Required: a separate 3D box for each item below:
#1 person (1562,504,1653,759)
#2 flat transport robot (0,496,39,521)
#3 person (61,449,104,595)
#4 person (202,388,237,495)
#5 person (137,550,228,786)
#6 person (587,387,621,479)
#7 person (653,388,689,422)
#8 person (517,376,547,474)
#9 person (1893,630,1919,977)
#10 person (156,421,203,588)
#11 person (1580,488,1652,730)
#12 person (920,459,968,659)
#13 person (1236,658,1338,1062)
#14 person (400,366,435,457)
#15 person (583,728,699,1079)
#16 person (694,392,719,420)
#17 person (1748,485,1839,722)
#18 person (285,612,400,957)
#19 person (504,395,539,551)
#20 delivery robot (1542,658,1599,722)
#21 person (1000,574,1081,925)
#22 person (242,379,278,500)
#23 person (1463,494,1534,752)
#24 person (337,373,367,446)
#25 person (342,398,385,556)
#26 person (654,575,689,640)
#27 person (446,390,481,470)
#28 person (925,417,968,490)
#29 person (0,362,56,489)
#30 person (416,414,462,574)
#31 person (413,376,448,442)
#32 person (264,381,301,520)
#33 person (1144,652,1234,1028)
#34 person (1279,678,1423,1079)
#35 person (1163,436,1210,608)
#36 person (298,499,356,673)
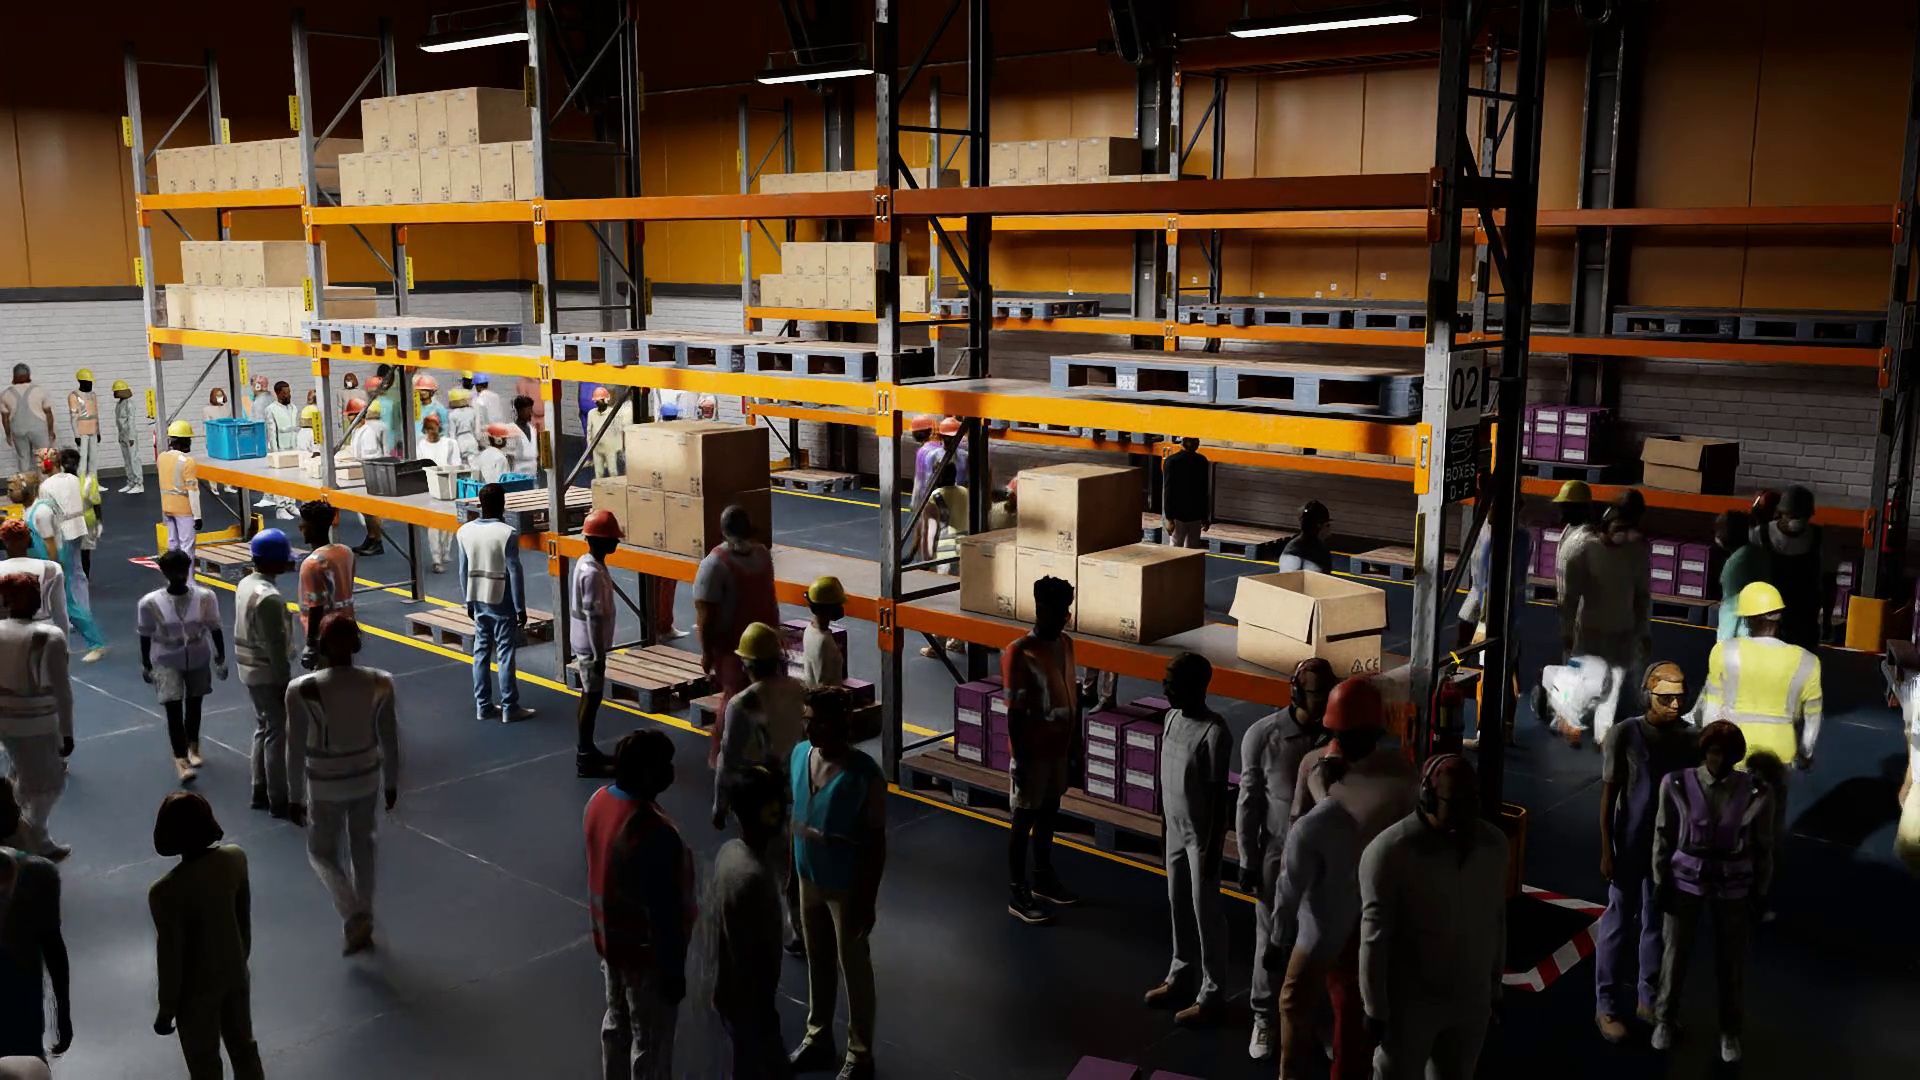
[{"bbox_3d":[4.764,0.674,12.250,0.630,1.918,0.422,-1,10,-8],"label":"person"},{"bbox_3d":[-13.248,-0.473,23.368,0.652,0.197,1.431,-9,14,-42],"label":"flat transport robot"},{"bbox_3d":[-9.398,-0.152,17.676,0.537,1.649,0.889,-7,12,-33],"label":"person"},{"bbox_3d":[-11.296,-1.512,25.388,0.279,1.634,0.497,8,13,37],"label":"person"},{"bbox_3d":[-5.486,0.884,11.791,0.542,1.640,0.884,-8,13,-38],"label":"person"},{"bbox_3d":[-5.162,-1.344,24.100,0.573,1.748,0.342,3,11,19],"label":"person"},{"bbox_3d":[-4.588,-1.819,26.458,0.573,1.877,0.353,1,10,6],"label":"person"},{"bbox_3d":[-6.968,-1.995,27.450,0.675,1.867,0.831,-6,11,-29],"label":"person"},{"bbox_3d":[5.222,1.341,8.719,0.480,1.825,0.649,0,10,0],"label":"person"},{"bbox_3d":[-8.357,-0.325,17.893,0.584,1.918,0.409,6,11,29],"label":"person"},{"bbox_3d":[5.242,0.542,13.031,0.867,1.898,0.650,-3,10,-17],"label":"person"},{"bbox_3d":[-0.146,0.168,15.305,0.429,1.842,0.635,9,14,42],"label":"person"},{"bbox_3d":[1.606,1.478,7.702,0.651,1.910,0.409,0,10,2],"label":"person"},{"bbox_3d":[-9.554,-2.289,29.319,0.859,1.791,0.592,1,10,5],"label":"person"},{"bbox_3d":[-1.287,1.667,6.829,0.429,1.841,0.634,-7,12,-36],"label":"person"},{"bbox_3d":[-3.828,-1.589,24.996,0.420,1.932,0.620,-5,11,-24],"label":"person"},{"bbox_3d":[6.291,0.526,12.719,0.703,2.000,0.692,5,11,25],"label":"person"},{"bbox_3d":[-3.236,1.305,8.801,0.588,1.867,0.561,-8,13,-39],"label":"person"},{"bbox_3d":[-5.464,-0.826,20.609,0.554,1.952,0.631,4,11,23],"label":"person"},{"bbox_3d":[4.812,1.166,13.032,0.477,0.478,0.707,1,10,6],"label":"delivery robot"},{"bbox_3d":[0.477,1.158,9.375,0.380,1.958,0.603,7,12,35],"label":"person"},{"bbox_3d":[-10.504,-1.565,25.079,0.596,1.866,0.962,-3,10,-15],"label":"person"},{"bbox_3d":[4.007,0.578,12.416,0.377,2.044,0.608,9,13,41],"label":"person"},{"bbox_3d":[-10.341,-2.029,28.314,0.500,1.633,0.286,-2,10,-9],"label":"person"},{"bbox_3d":[-7.304,-0.770,20.334,0.376,1.935,0.550,-7,12,-34],"label":"person"},{"bbox_3d":[-2.851,0.015,15.999,0.596,1.907,0.412,9,14,43],"label":"person"},{"bbox_3d":[-7.290,-1.350,24.310,0.526,1.690,0.894,-10,14,-43],"label":"person"},{"bbox_3d":[-0.112,-0.364,18.037,0.543,1.939,0.359,-6,12,-32],"label":"person"},{"bbox_3d":[-14.145,-1.696,25.282,0.696,2.000,0.553,-3,10,-16],"label":"person"},{"bbox_3d":[-6.147,-0.579,19.560,0.571,1.845,0.980,-4,11,-21],"label":"person"},{"bbox_3d":[-7.155,-1.187,22.382,0.608,2.048,0.365,5,11,28],"label":"person"},{"bbox_3d":[-9.388,-1.252,23.117,0.392,1.919,0.592,2,10,13],"label":"person"},{"bbox_3d":[1.132,1.441,8.126,0.339,1.839,0.503,-5,11,-26],"label":"person"},{"bbox_3d":[1.599,1.558,7.058,0.765,1.966,0.626,-9,13,-41],"label":"person"},{"bbox_3d":[2.355,-0.254,17.258,0.612,1.995,0.382,-8,13,-39],"label":"person"},{"bbox_3d":[-4.591,0.678,12.067,0.368,1.966,0.603,1,10,5],"label":"person"}]
